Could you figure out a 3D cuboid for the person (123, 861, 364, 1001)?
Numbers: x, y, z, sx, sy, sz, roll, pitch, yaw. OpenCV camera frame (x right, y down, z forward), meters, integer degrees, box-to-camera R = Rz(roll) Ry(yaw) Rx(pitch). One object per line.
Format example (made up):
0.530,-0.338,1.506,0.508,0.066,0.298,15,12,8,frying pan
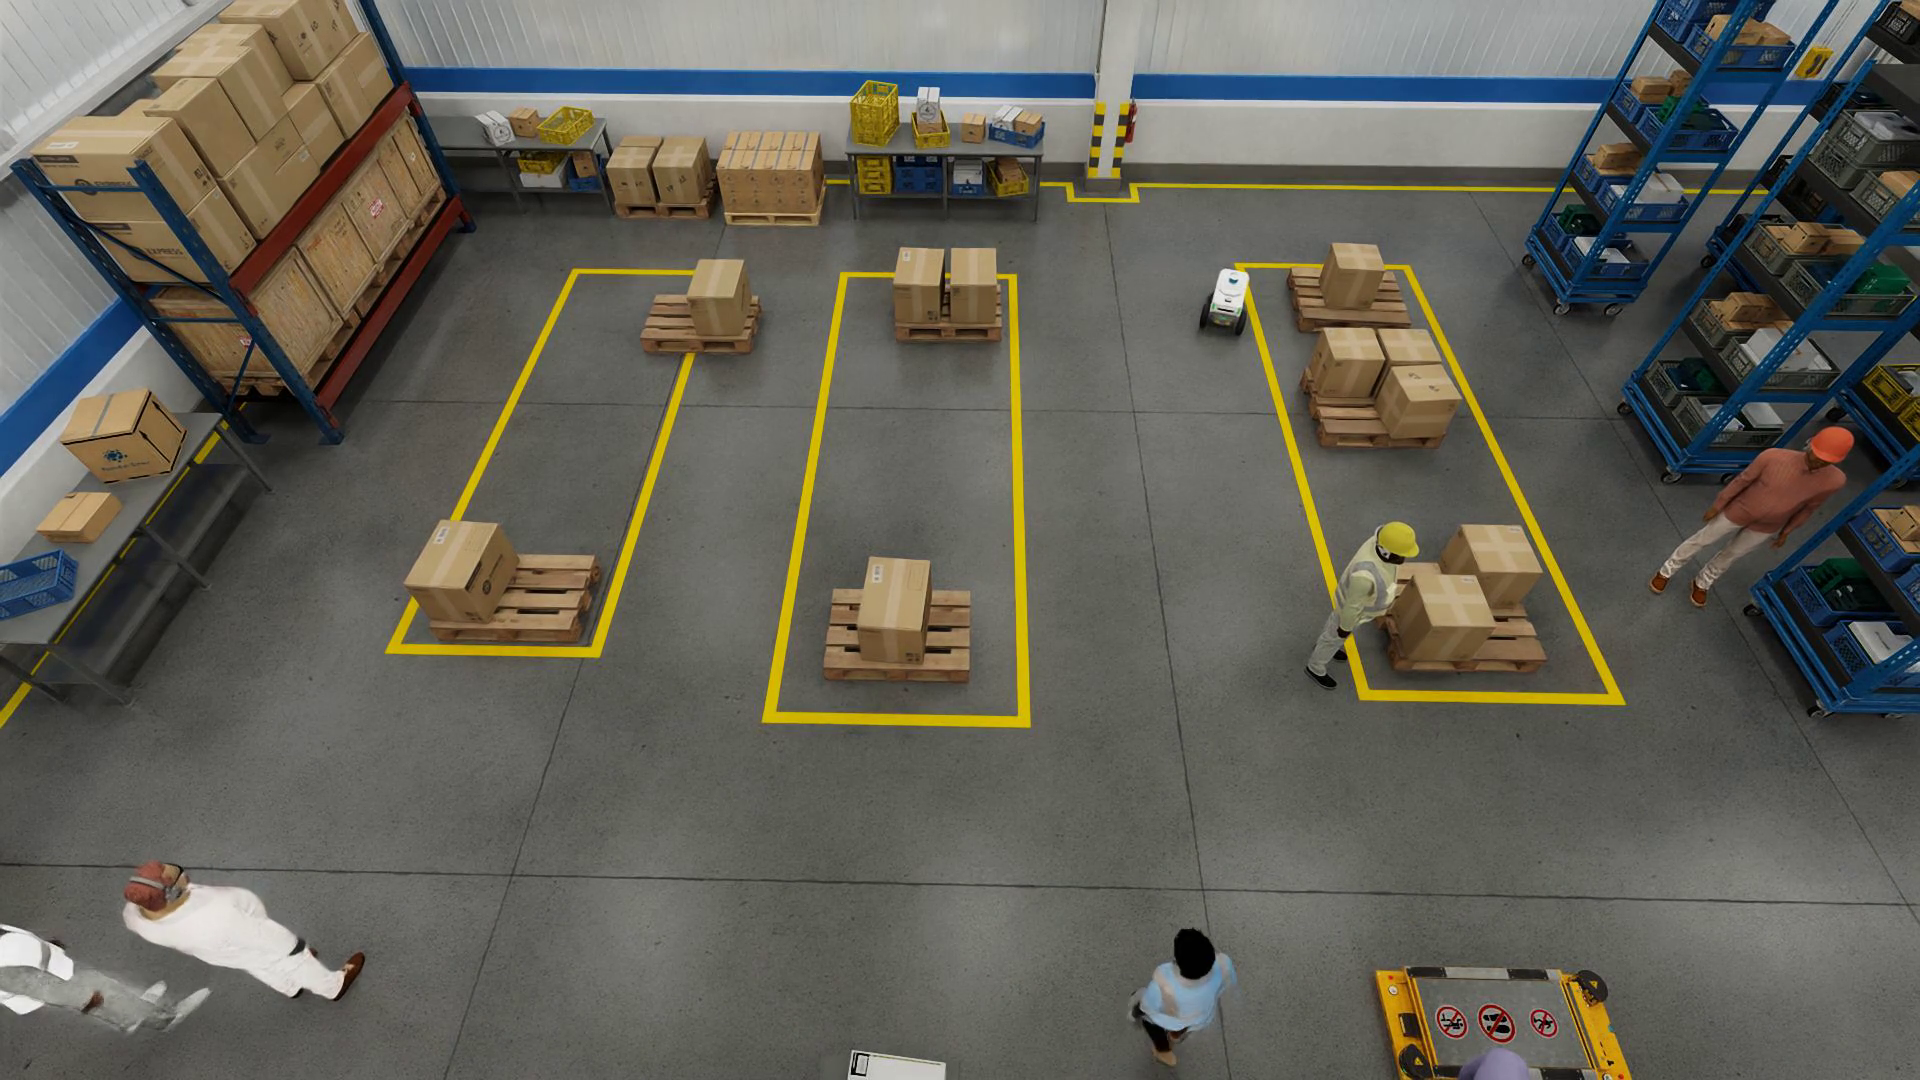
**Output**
-4.282,2.370,5.498,0.646,1.901,0.400,6,51,5,person

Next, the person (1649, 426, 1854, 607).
6.502,-0.183,7.512,0.610,1.996,0.378,24,55,18,person

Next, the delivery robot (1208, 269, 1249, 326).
3.098,-2.818,10.525,0.477,0.478,0.707,15,53,12,delivery robot

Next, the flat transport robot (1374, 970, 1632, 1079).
3.501,3.133,5.914,1.431,0.197,0.652,1,51,1,flat transport robot

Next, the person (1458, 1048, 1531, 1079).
2.669,3.141,4.839,0.371,1.941,0.627,17,53,13,person

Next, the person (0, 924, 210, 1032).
-5.308,2.531,5.355,0.590,1.917,0.430,20,54,16,person

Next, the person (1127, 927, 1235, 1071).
1.265,2.700,5.364,0.607,1.671,0.417,-15,52,-12,person

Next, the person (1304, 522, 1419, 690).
3.081,0.485,7.072,0.404,1.833,0.593,27,56,20,person
